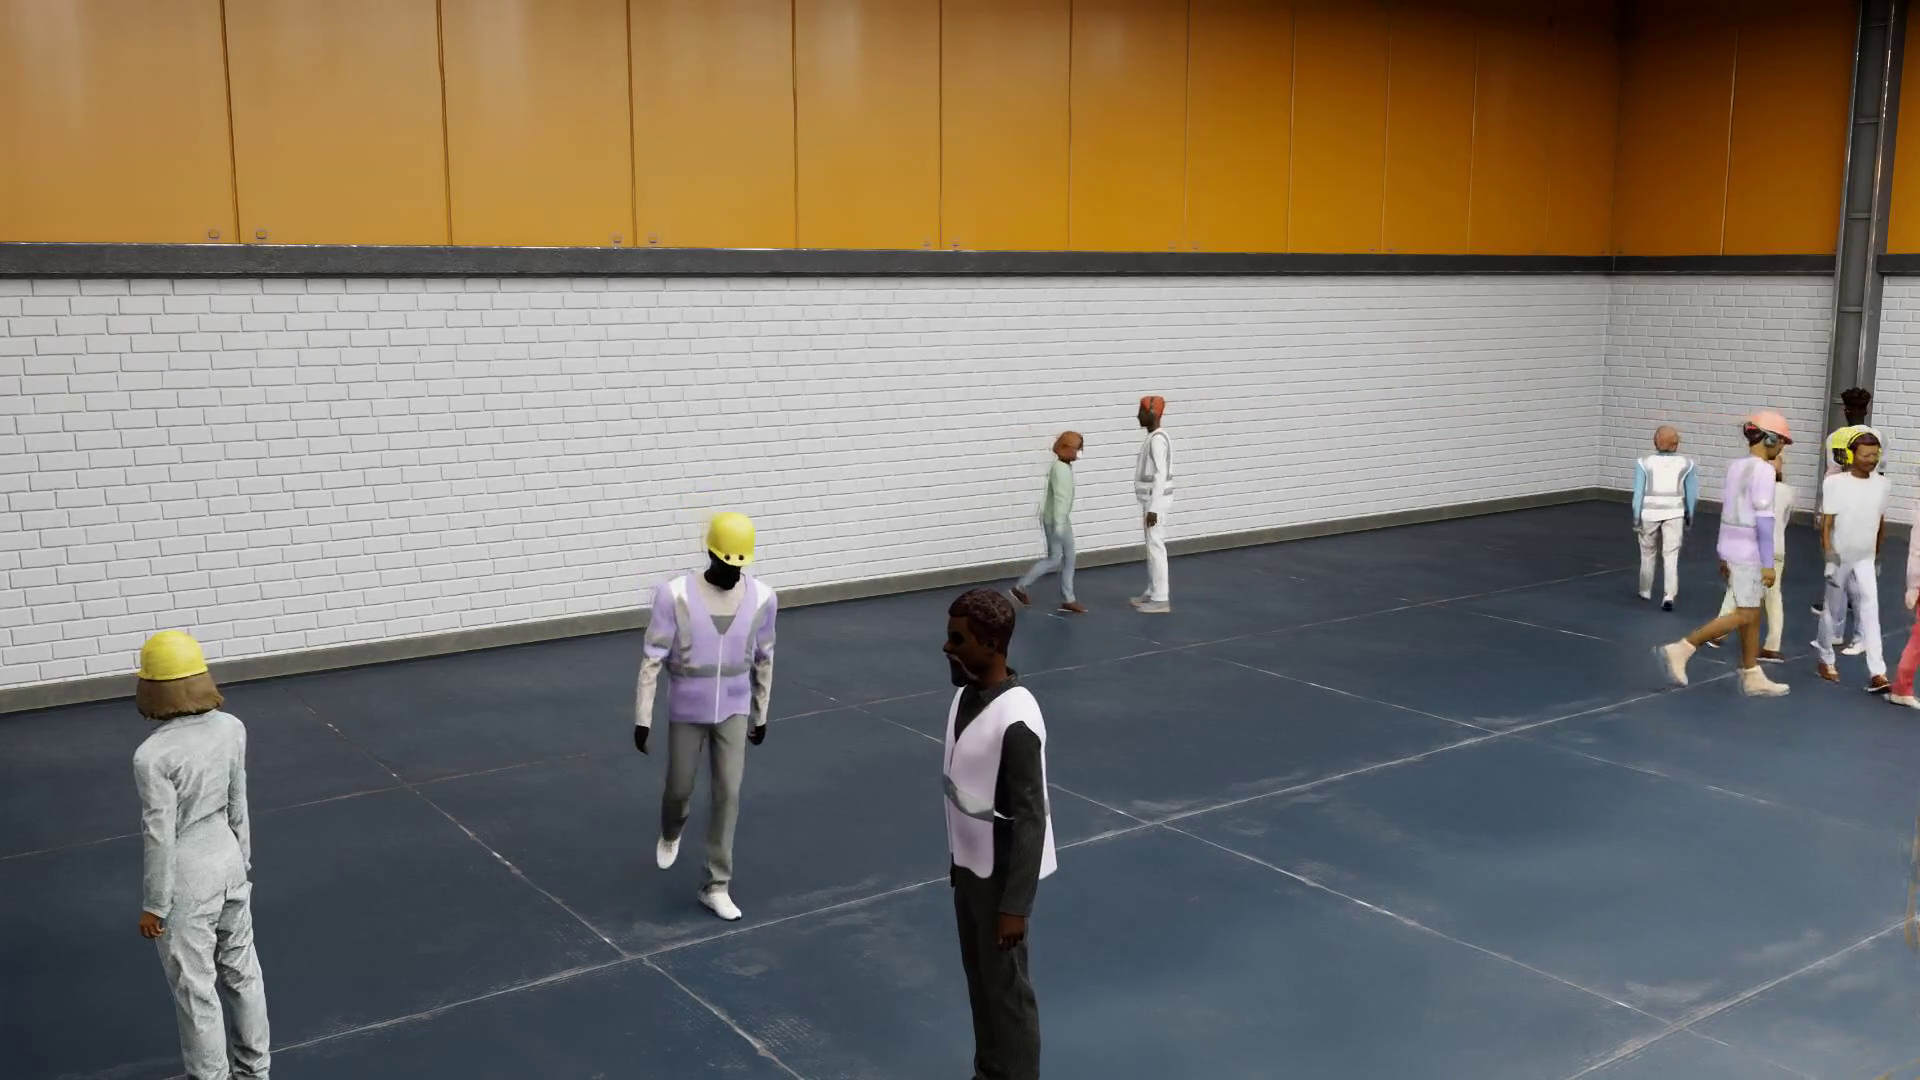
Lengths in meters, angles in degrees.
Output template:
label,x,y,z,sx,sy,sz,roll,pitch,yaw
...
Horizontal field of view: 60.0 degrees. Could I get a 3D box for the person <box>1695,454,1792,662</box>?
label,x,y,z,sx,sy,sz,roll,pitch,yaw
person,6.068,0.097,12.750,0.513,1.586,0.816,-3,10,-20

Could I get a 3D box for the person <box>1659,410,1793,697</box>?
label,x,y,z,sx,sy,sz,roll,pitch,yaw
person,5.341,0.101,11.515,0.808,1.994,0.671,2,9,11

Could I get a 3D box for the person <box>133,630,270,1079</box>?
label,x,y,z,sx,sy,sz,roll,pitch,yaw
person,-2.634,1.166,5.710,0.310,1.741,0.493,2,9,14

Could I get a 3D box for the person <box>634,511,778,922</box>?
label,x,y,z,sx,sy,sz,roll,pitch,yaw
person,-1.209,0.764,7.773,0.685,1.877,0.798,-4,10,-22

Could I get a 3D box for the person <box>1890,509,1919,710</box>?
label,x,y,z,sx,sy,sz,roll,pitch,yaw
person,6.508,0.317,10.956,0.536,1.745,0.691,-8,12,-39

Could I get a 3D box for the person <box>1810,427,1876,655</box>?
label,x,y,z,sx,sy,sz,roll,pitch,yaw
person,6.837,0.004,12.848,0.359,1.758,0.531,-3,10,-17

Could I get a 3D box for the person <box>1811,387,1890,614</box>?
label,x,y,z,sx,sy,sz,roll,pitch,yaw
person,7.596,-0.322,14.203,0.617,1.963,0.361,-3,10,-17

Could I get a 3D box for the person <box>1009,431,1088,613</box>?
label,x,y,z,sx,sy,sz,roll,pitch,yaw
person,0.767,-0.160,14.314,0.620,1.597,0.509,3,10,19

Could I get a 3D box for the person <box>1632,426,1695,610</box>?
label,x,y,z,sx,sy,sz,roll,pitch,yaw
person,6.177,-0.203,14.592,0.530,1.598,0.847,2,9,14

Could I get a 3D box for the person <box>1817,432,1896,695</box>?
label,x,y,z,sx,sy,sz,roll,pitch,yaw
person,6.285,0.163,11.642,0.498,1.820,0.959,1,9,5

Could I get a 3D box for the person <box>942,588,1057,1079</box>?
label,x,y,z,sx,sy,sz,roll,pitch,yaw
person,0.113,1.103,5.555,0.376,1.917,0.600,-3,10,-17

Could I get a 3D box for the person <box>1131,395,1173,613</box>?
label,x,y,z,sx,sy,sz,roll,pitch,yaw
person,1.670,-0.314,14.404,0.339,1.882,0.584,1,9,4
